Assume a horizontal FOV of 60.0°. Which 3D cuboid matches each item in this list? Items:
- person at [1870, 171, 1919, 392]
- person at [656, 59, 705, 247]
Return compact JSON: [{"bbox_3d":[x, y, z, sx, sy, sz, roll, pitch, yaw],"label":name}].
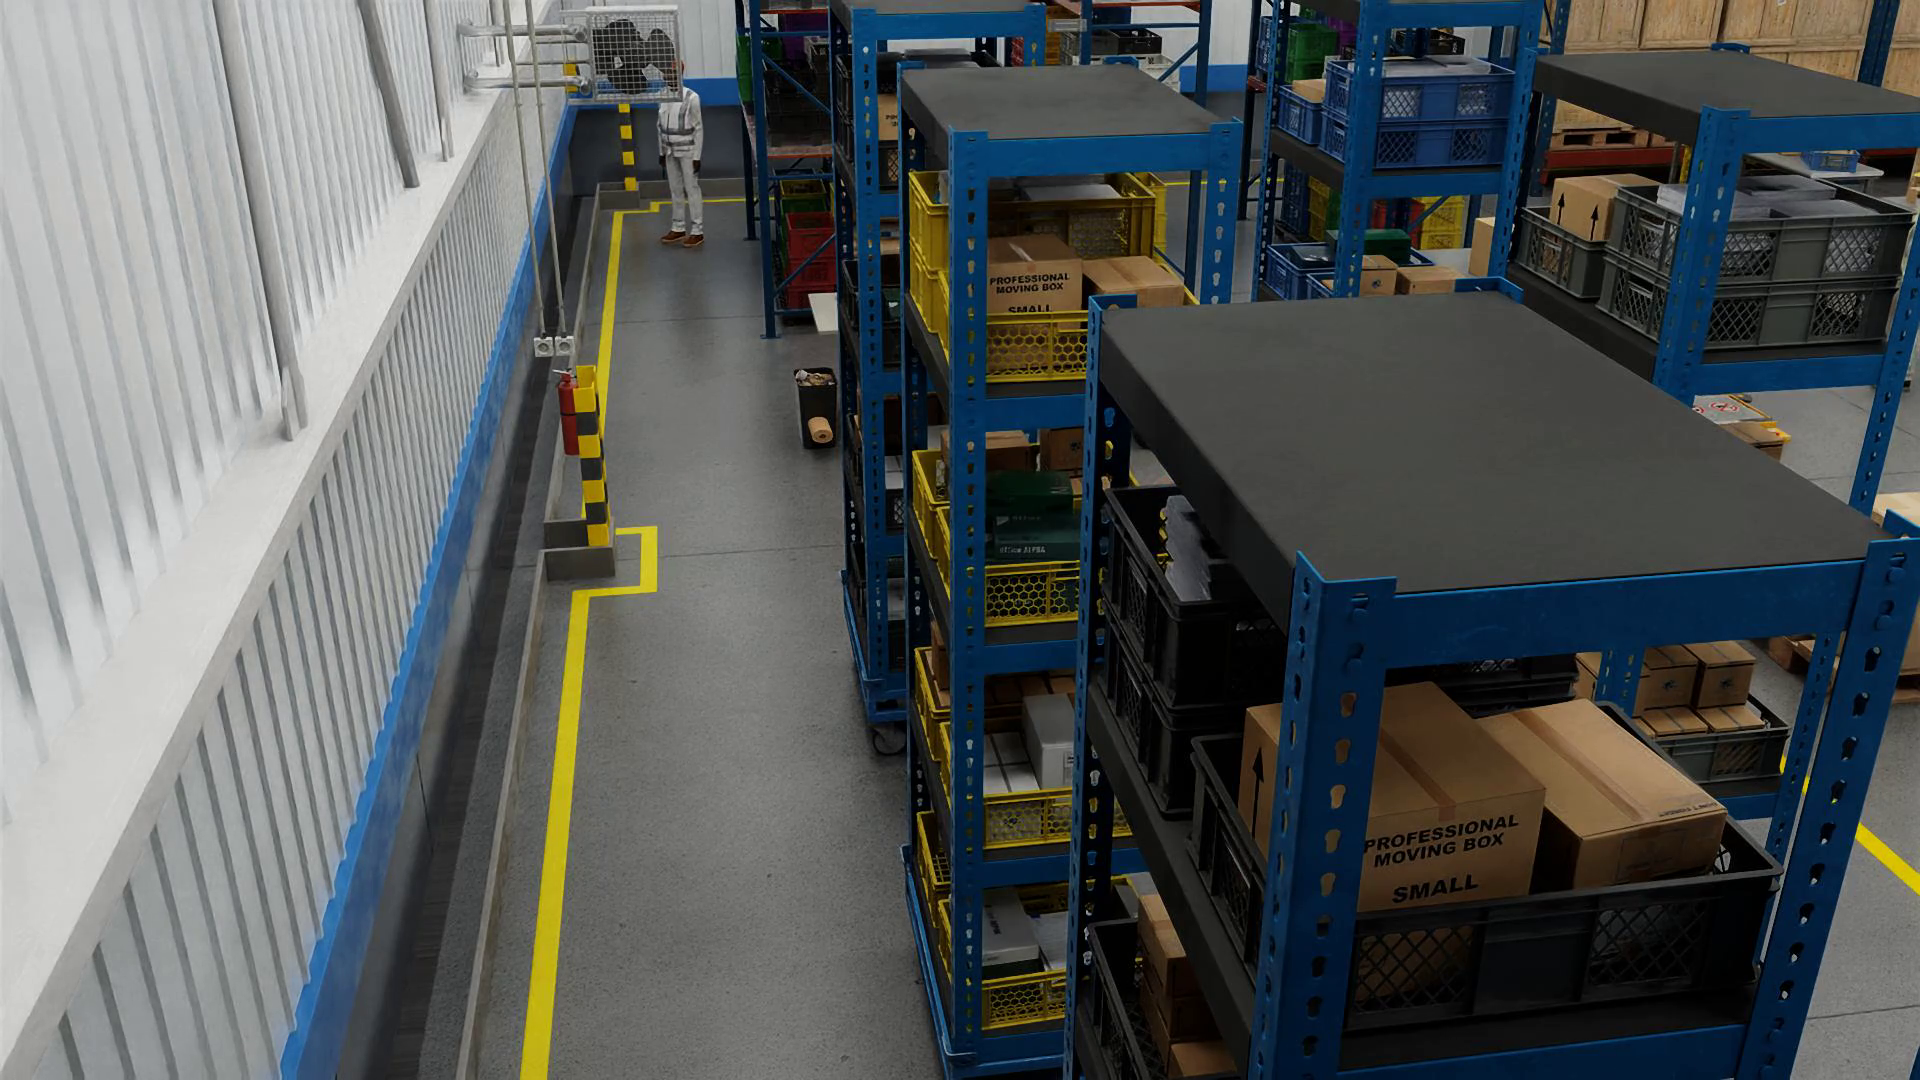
[{"bbox_3d":[7.411,-2.064,12.897,0.404,1.830,0.601,10,26,20],"label":"person"},{"bbox_3d":[-2.852,-3.933,16.905,0.584,1.878,0.348,17,30,32],"label":"person"}]
